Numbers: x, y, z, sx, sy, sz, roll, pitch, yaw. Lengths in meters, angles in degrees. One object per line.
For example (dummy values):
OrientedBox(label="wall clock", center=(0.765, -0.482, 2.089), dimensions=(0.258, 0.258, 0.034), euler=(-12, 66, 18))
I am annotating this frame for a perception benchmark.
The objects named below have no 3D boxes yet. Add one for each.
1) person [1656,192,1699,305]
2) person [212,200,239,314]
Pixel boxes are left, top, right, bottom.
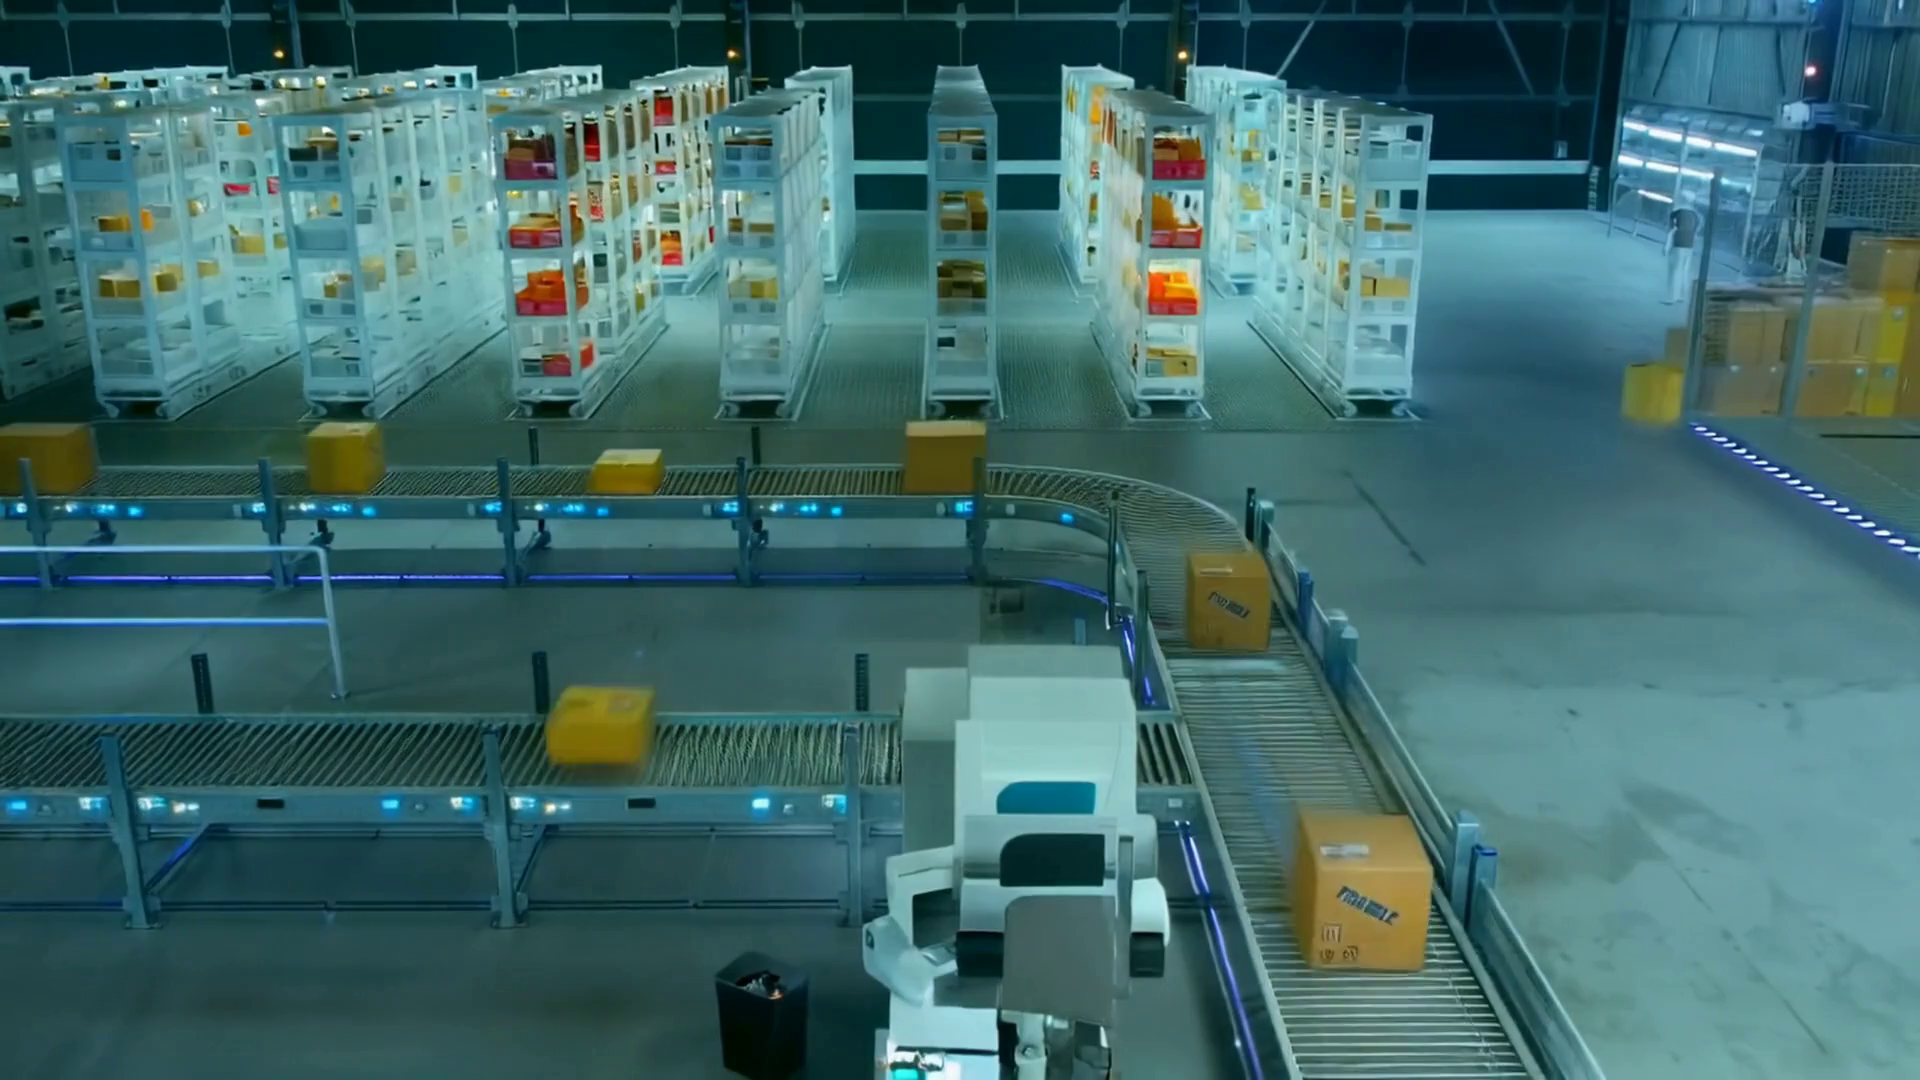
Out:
OrientedBox(label="person", center=(11.898, -4.812, 27.497), dimensions=(0.561, 1.836, 0.393), euler=(-4, 18, -13))
OrientedBox(label="person", center=(-11.744, -4.557, 26.702), dimensions=(0.404, 1.837, 0.589), euler=(-14, 22, -36))
